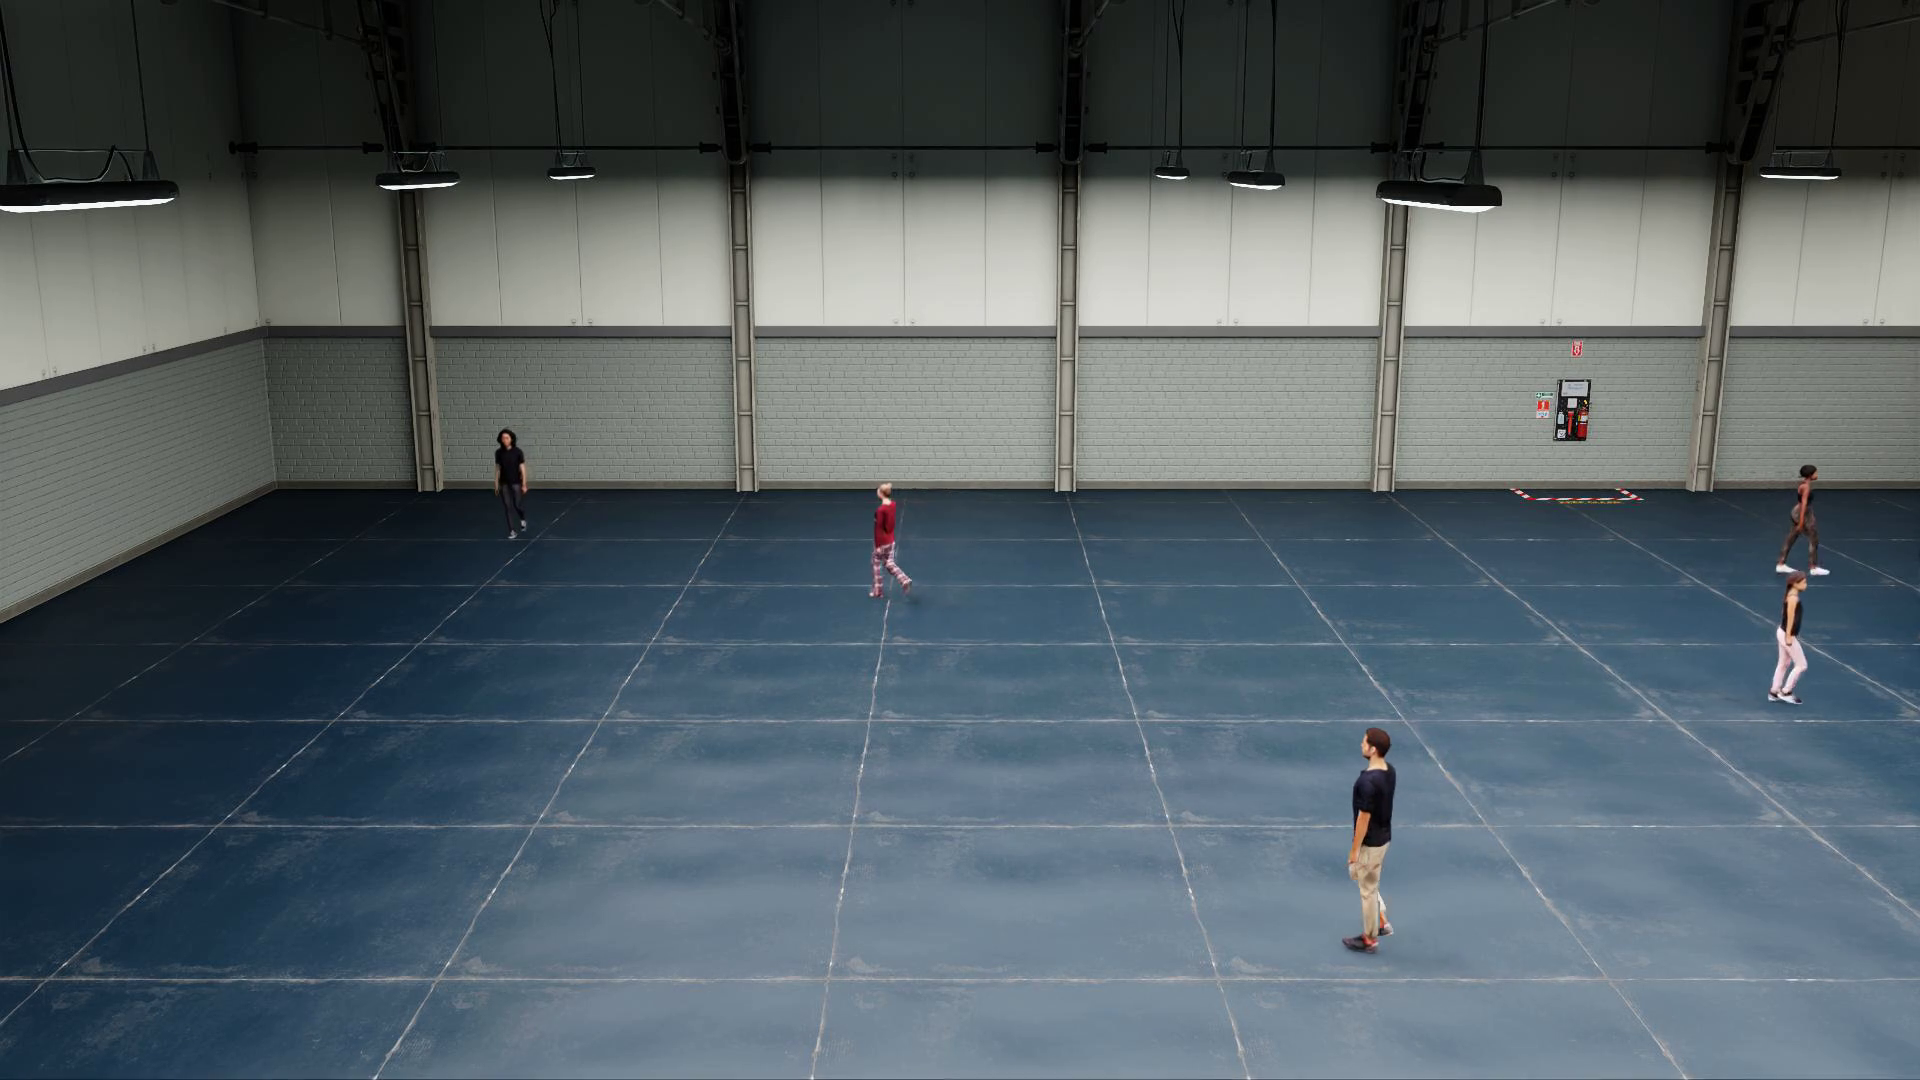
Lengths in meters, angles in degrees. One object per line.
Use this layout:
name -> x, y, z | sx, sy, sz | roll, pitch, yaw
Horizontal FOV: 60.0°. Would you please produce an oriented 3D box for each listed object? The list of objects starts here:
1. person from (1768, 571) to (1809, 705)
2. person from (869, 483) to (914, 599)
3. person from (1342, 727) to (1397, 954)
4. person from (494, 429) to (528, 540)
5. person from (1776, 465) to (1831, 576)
person -> 9.453, 1.113, 19.099 | 0.664, 1.556, 0.631 | 4, 14, 18
person -> -0.995, 0.032, 23.491 | 1.018, 1.680, 0.906 | 8, 15, 32
person -> 3.309, 2.370, 13.013 | 0.816, 1.852, 0.786 | 8, 15, 32
person -> -7.391, -0.953, 27.452 | 0.723, 1.813, 0.730 | 1, 13, 2
person -> 12.519, -0.297, 24.940 | 1.013, 1.667, 0.777 | 4, 14, 16
